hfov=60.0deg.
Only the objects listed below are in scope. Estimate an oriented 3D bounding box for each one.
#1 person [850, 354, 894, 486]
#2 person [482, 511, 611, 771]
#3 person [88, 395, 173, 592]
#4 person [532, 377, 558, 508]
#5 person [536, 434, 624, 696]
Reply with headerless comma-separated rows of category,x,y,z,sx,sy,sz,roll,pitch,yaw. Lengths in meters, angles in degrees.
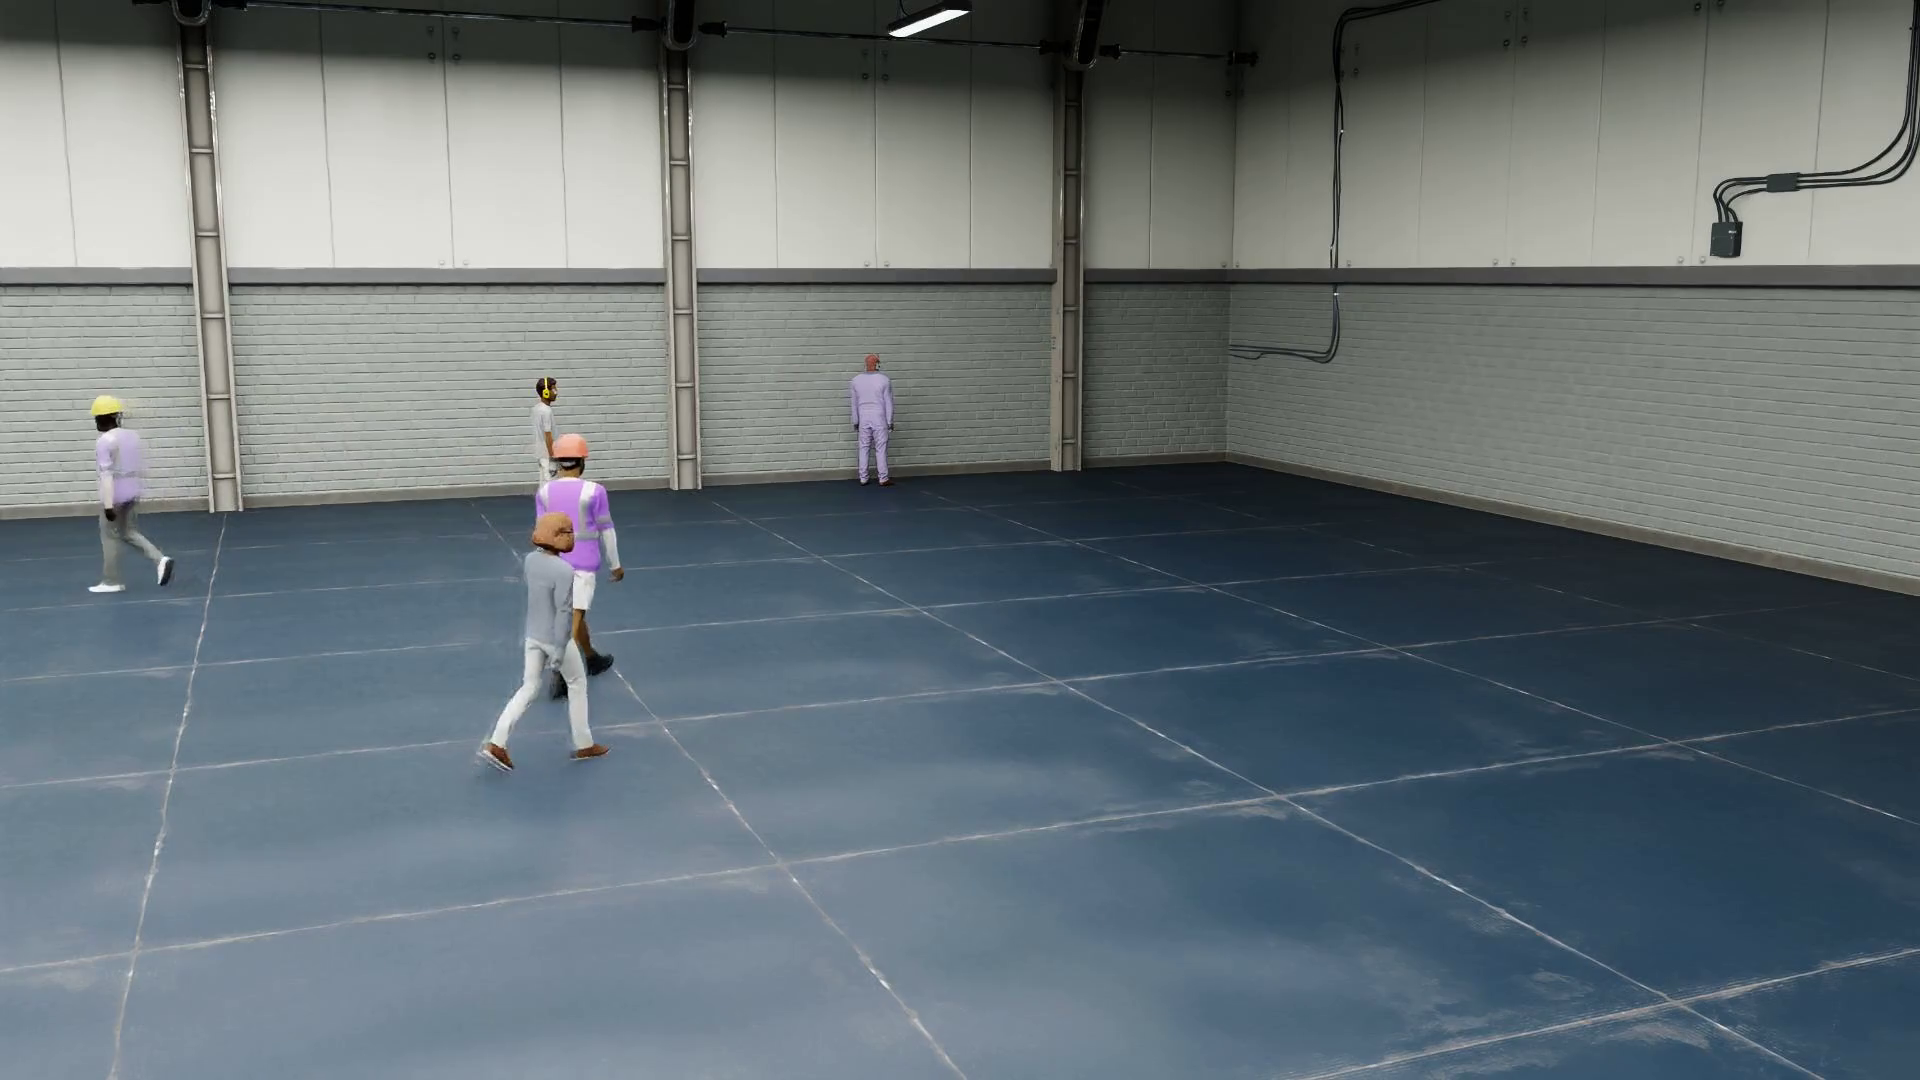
person,-1.242,-1.722,23.948,0.640,1.910,0.407,3,10,19
person,-2.575,0.617,10.229,0.502,1.598,0.790,7,12,39
person,-7.983,-0.434,15.851,0.710,1.911,0.597,1,9,4
person,-4.726,-0.930,19.091,0.314,1.869,0.537,-5,10,-28
person,-2.817,0.164,12.221,0.552,1.884,1.022,3,10,18
